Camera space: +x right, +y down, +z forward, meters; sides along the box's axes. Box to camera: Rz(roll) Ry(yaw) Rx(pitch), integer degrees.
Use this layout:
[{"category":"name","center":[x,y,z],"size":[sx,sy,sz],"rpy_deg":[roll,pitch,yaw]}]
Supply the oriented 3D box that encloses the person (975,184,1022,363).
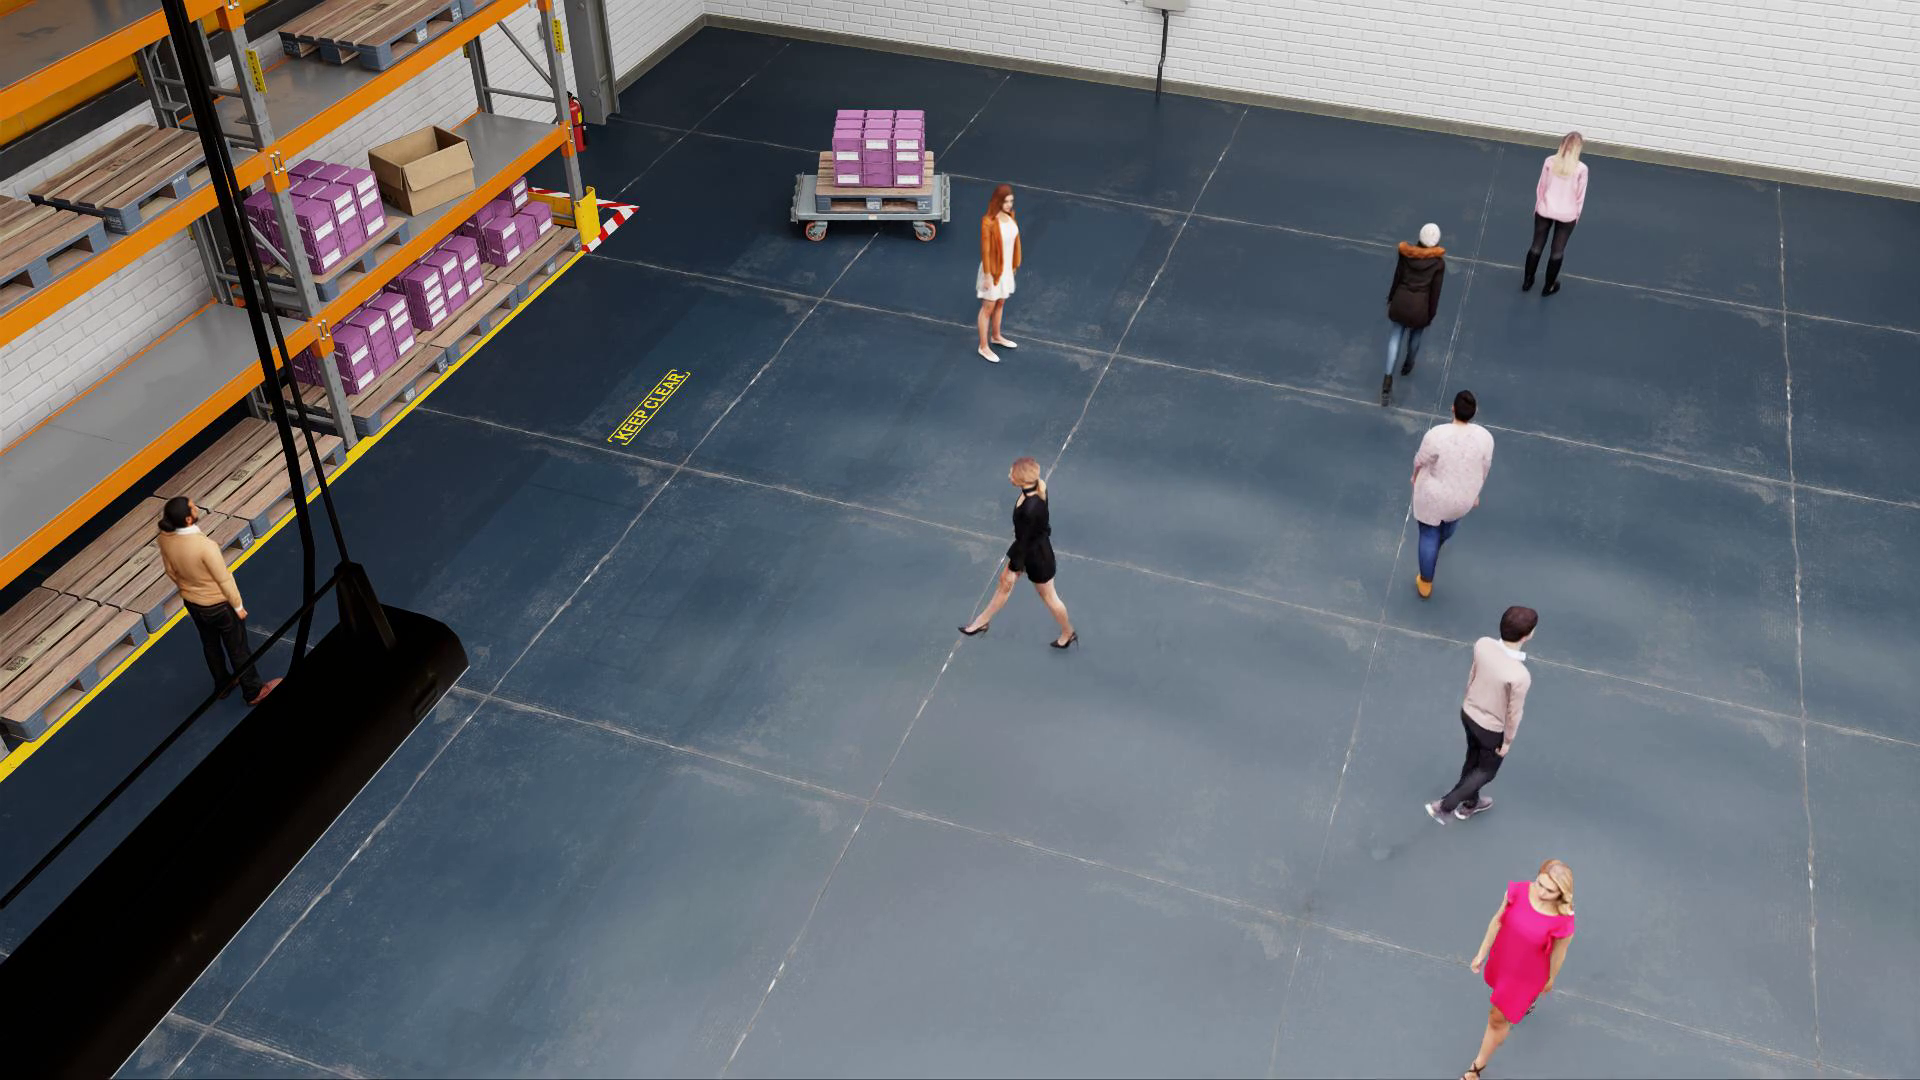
[{"category":"person","center":[0.329,-2.476,15.192],"size":[0.746,1.714,0.607],"rpy_deg":[25,45,28]}]

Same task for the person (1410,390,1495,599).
[{"category":"person","center":[3.664,-0.315,12.493],"size":[0.871,1.706,1.118],"rpy_deg":[3,39,4]}]

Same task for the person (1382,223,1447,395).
[{"category":"person","center":[3.970,-2.030,14.719],"size":[0.634,1.608,1.020],"rpy_deg":[15,41,17]}]

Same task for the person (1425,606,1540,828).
[{"category":"person","center":[3.288,1.164,10.570],"size":[0.977,1.795,0.909],"rpy_deg":[-17,42,-20]}]

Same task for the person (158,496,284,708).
[{"category":"person","center":[-5.197,0.421,11.534],"size":[0.652,1.753,0.553],"rpy_deg":[13,41,16]}]

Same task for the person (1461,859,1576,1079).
[{"category":"person","center":[3.143,2.308,9.224],"size":[1.114,1.687,0.935],"rpy_deg":[-25,45,-28]}]

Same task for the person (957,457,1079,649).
[{"category":"person","center":[0.598,0.160,11.893],"size":[0.851,1.712,1.130],"rpy_deg":[4,39,5]}]

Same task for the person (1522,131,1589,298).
[{"category":"person","center":[5.758,-3.155,16.063],"size":[0.654,1.689,0.623],"rpy_deg":[24,44,27]}]
